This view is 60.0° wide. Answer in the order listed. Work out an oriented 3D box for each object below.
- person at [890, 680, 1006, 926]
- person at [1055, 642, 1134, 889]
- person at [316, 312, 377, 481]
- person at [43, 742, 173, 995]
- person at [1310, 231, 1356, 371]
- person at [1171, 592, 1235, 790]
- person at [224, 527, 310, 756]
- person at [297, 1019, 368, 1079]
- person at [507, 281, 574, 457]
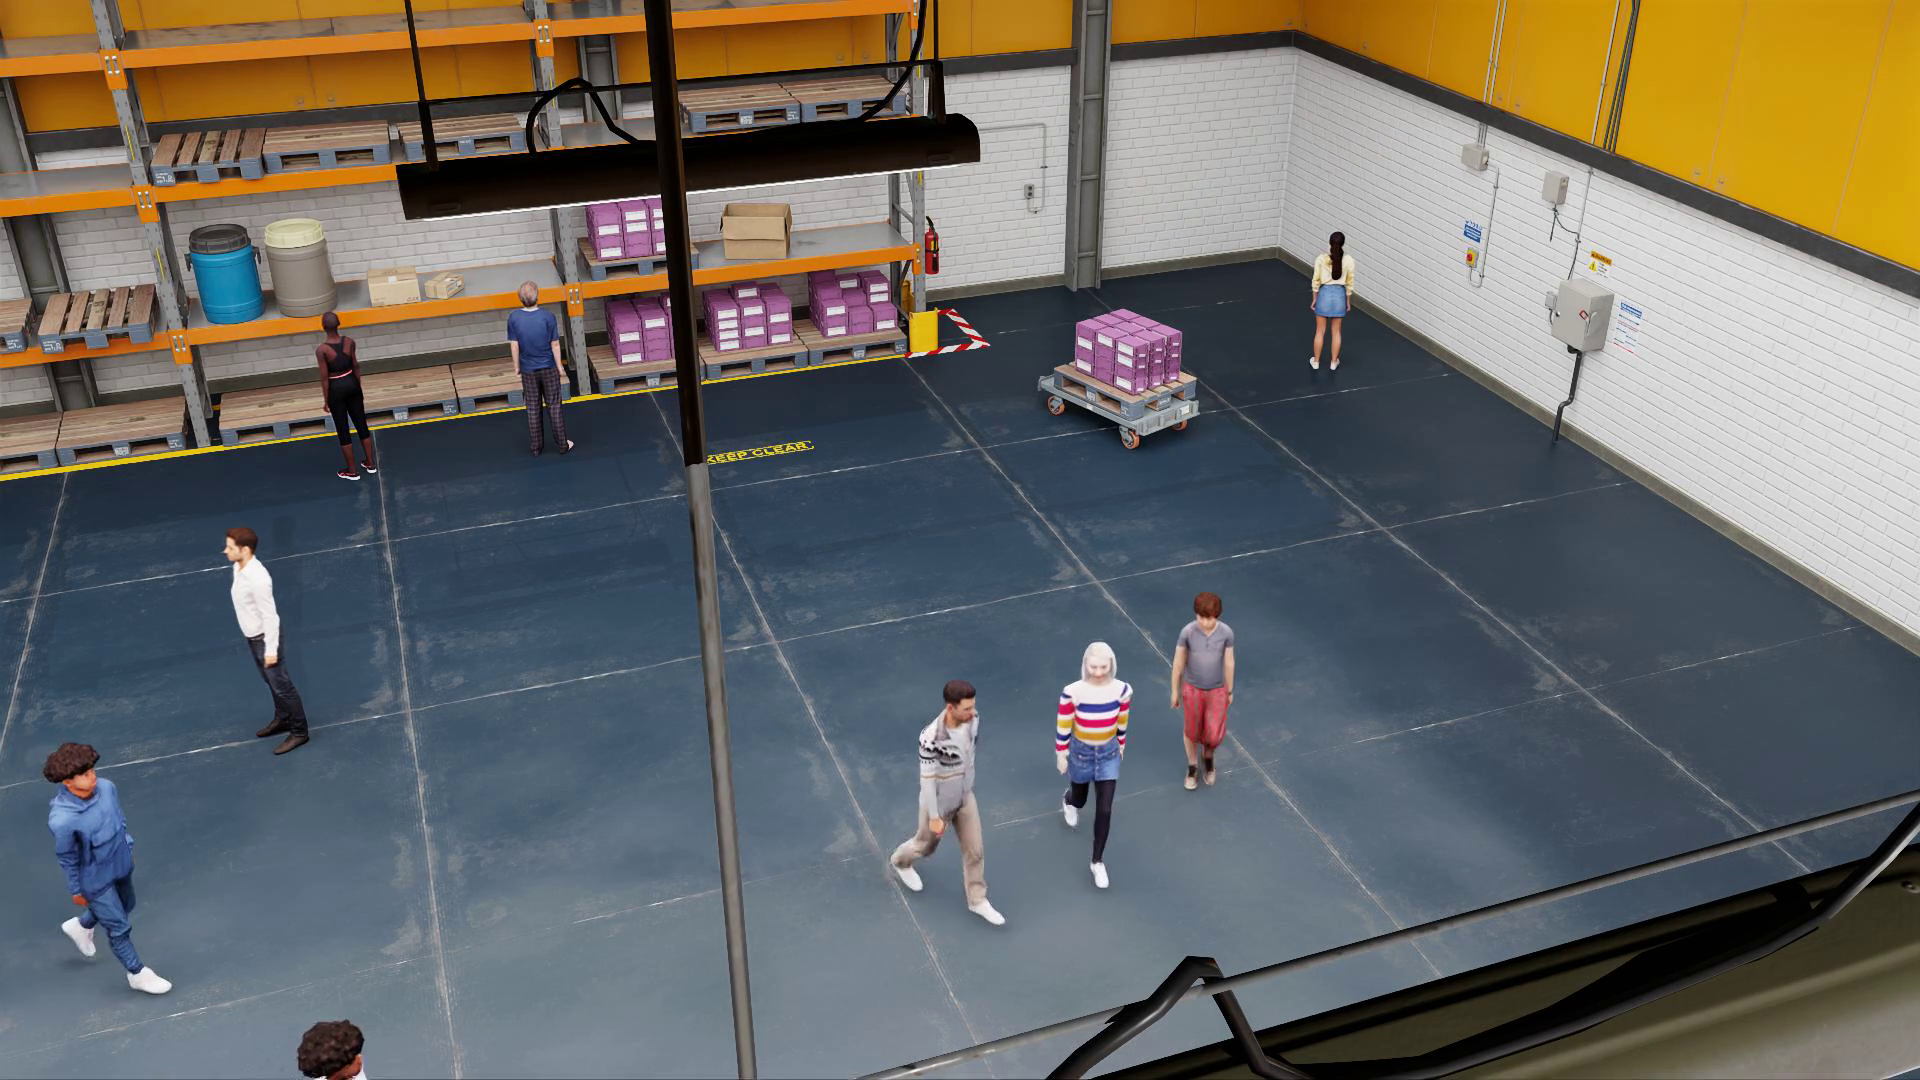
[{"bbox_3d":[-0.148,1.637,10.831,1.060,1.844,1.197,25,37,38],"label":"person"},{"bbox_3d":[0.884,1.423,11.290,1.096,1.780,0.888,-3,29,-5],"label":"person"},{"bbox_3d":[-6.136,-1.451,16.582,0.722,1.758,0.617,22,36,35],"label":"person"},{"bbox_3d":[-5.356,2.008,10.210,1.155,1.787,1.021,7,29,12],"label":"person"},{"bbox_3d":[4.262,-2.751,19.097,0.659,1.632,0.787,4,29,7],"label":"person"},{"bbox_3d":[1.780,1.050,12.121,0.713,1.639,0.791,4,29,7],"label":"person"},{"bbox_3d":[-5.214,0.726,12.474,0.666,1.871,0.725,-21,35,-33],"label":"person"},{"bbox_3d":[-3.053,3.078,8.237,0.742,1.799,0.705,-5,29,-9],"label":"person"},{"bbox_3d":[-4.309,-1.758,17.026,0.557,1.871,0.768,-3,29,-6],"label":"person"}]
